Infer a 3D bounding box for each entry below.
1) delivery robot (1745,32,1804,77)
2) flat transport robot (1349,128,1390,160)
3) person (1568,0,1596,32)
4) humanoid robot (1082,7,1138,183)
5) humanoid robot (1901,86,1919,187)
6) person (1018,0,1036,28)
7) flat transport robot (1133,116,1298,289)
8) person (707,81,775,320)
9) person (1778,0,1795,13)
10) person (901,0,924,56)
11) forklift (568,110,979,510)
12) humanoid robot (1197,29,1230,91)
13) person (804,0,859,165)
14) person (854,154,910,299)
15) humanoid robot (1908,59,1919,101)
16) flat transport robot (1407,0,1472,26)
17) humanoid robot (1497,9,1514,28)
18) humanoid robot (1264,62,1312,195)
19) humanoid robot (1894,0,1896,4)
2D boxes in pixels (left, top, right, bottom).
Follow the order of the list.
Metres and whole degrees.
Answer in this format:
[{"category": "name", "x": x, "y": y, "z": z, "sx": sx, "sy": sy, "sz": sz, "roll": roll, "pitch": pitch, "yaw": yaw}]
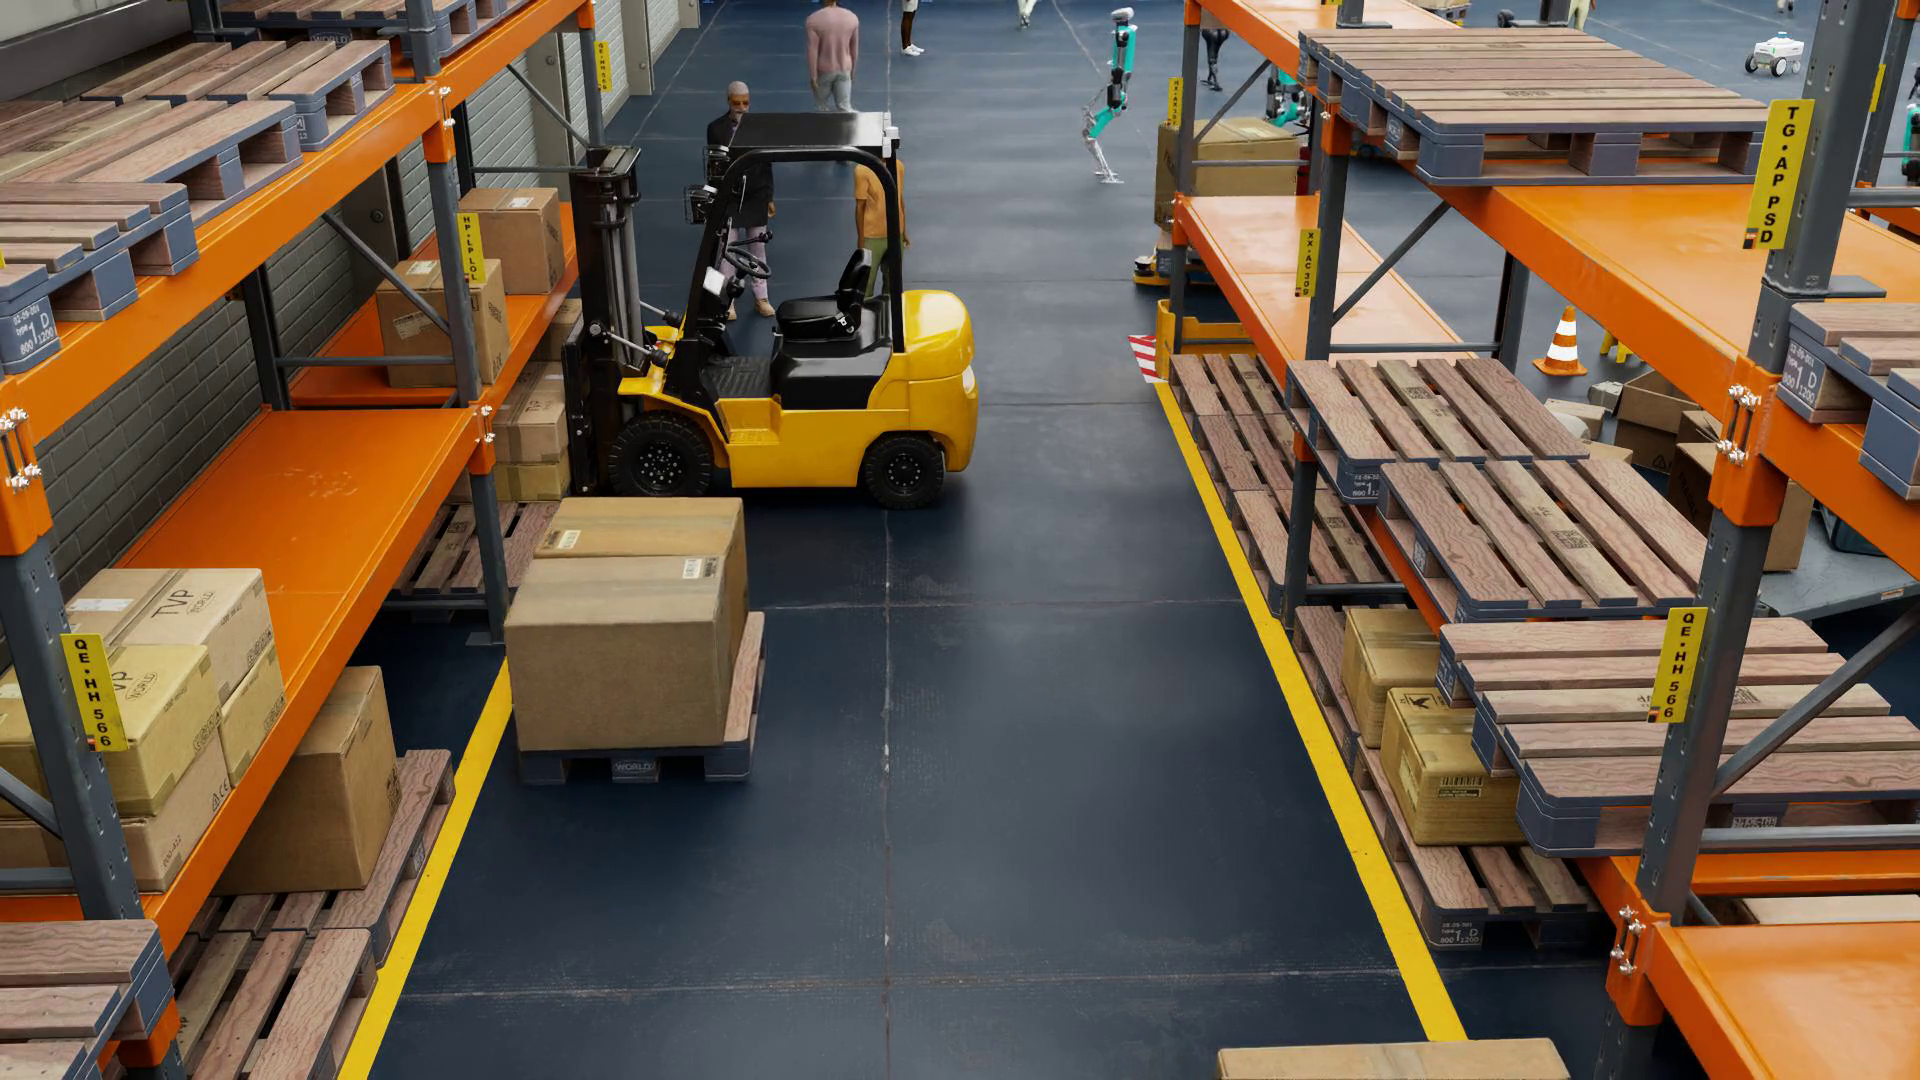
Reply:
[{"category": "delivery robot", "x": 11.541, "y": -6.850, "z": 23.497, "sx": 0.811, "sy": 0.614, "sz": 0.499, "roll": -14, "pitch": 29, "yaw": -28}, {"category": "flat transport robot", "x": 4.955, "y": -4.386, "z": 18.592, "sx": 1.431, "sy": 0.231, "sz": 0.659, "roll": 16, "pitch": 29, "yaw": 30}, {"category": "person", "x": 8.799, "y": -7.712, "z": 23.738, "sx": 0.531, "sy": 1.890, "sz": 0.391, "roll": 2, "pitch": 25, "yaw": 4}, {"category": "humanoid robot", "x": 1.488, "y": -4.635, "z": 17.391, "sx": 0.670, "sy": 1.799, "sz": 0.534, "roll": 6, "pitch": 26, "yaw": 13}, {"category": "humanoid robot", "x": 7.877, "y": -2.733, "z": 13.412, "sx": 0.760, "sy": 1.810, "sz": 0.539, "roll": 14, "pitch": 29, "yaw": 27}, {"category": "person", "x": 1.072, "y": -9.254, "z": 27.183, "sx": 0.560, "sy": 1.729, "sz": 0.493, "roll": 11, "pitch": 27, "yaw": 21}, {"category": "flat transport robot", "x": 2.226, "y": -2.327, "z": 14.232, "sx": 1.431, "sy": 0.231, "sz": 0.659, "roll": 4, "pitch": 26, "yaw": 9}, {"category": "person", "x": -1.725, "y": -2.673, "z": 13.107, "sx": 0.528, "sy": 1.855, "sz": 0.407, "roll": -10, "pitch": 27, "yaw": -19}, {"category": "person", "x": 14.481, "y": -10.071, "z": 28.880, "sx": 0.541, "sy": 1.748, "sz": 0.450, "roll": 11, "pitch": 27, "yaw": 22}, {"category": "person", "x": -0.746, "y": -8.220, "z": 24.802, "sx": 0.359, "sy": 1.897, "sz": 0.555, "roll": 5, "pitch": 26, "yaw": 10}, {"category": "forklift", "x": -1.043, "y": -1.379, "z": 9.976, "sx": 2.313, "sy": 2.155, "sz": 1.214, "roll": -1, "pitch": 25, "yaw": -2}, {"category": "humanoid robot", "x": 3.374, "y": -6.889, "z": 22.275, "sx": 0.616, "sy": 1.640, "sz": 0.619, "roll": -17, "pitch": 30, "yaw": -32}, {"category": "person", "x": -1.434, "y": -5.158, "z": 18.318, "sx": 0.637, "sy": 1.895, "sz": 0.957, "roll": -10, "pitch": 27, "yaw": -20}, {"category": "person", "x": -0.574, "y": -2.253, "z": 12.378, "sx": 0.438, "sy": 1.718, "sz": 0.350, "roll": -18, "pitch": 30, "yaw": -33}, {"category": "humanoid robot", "x": 10.745, "y": -4.994, "z": 18.270, "sx": 0.752, "sy": 1.625, "sz": 0.610, "roll": -13, "pitch": 28, "yaw": -26}, {"category": "flat transport robot", "x": 7.594, "y": -8.487, "z": 27.277, "sx": 0.659, "sy": 0.231, "sz": 1.431, "roll": 23, "pitch": 34, "yaw": 40}, {"category": "humanoid robot", "x": 5.843, "y": -4.988, "z": 18.237, "sx": 0.608, "sy": 1.632, "sz": 0.473, "roll": -10, "pitch": 27, "yaw": -21}, {"category": "humanoid robot", "x": 3.267, "y": -4.501, "z": 17.175, "sx": 0.532, "sy": 1.784, "sz": 1.018, "roll": -9, "pitch": 27, "yaw": -18}, {"category": "humanoid robot", "x": 14.826, "y": -8.807, "z": 26.343, "sx": 0.745, "sy": 1.632, "sz": 0.590, "roll": 14, "pitch": 28, "yaw": 26}]
